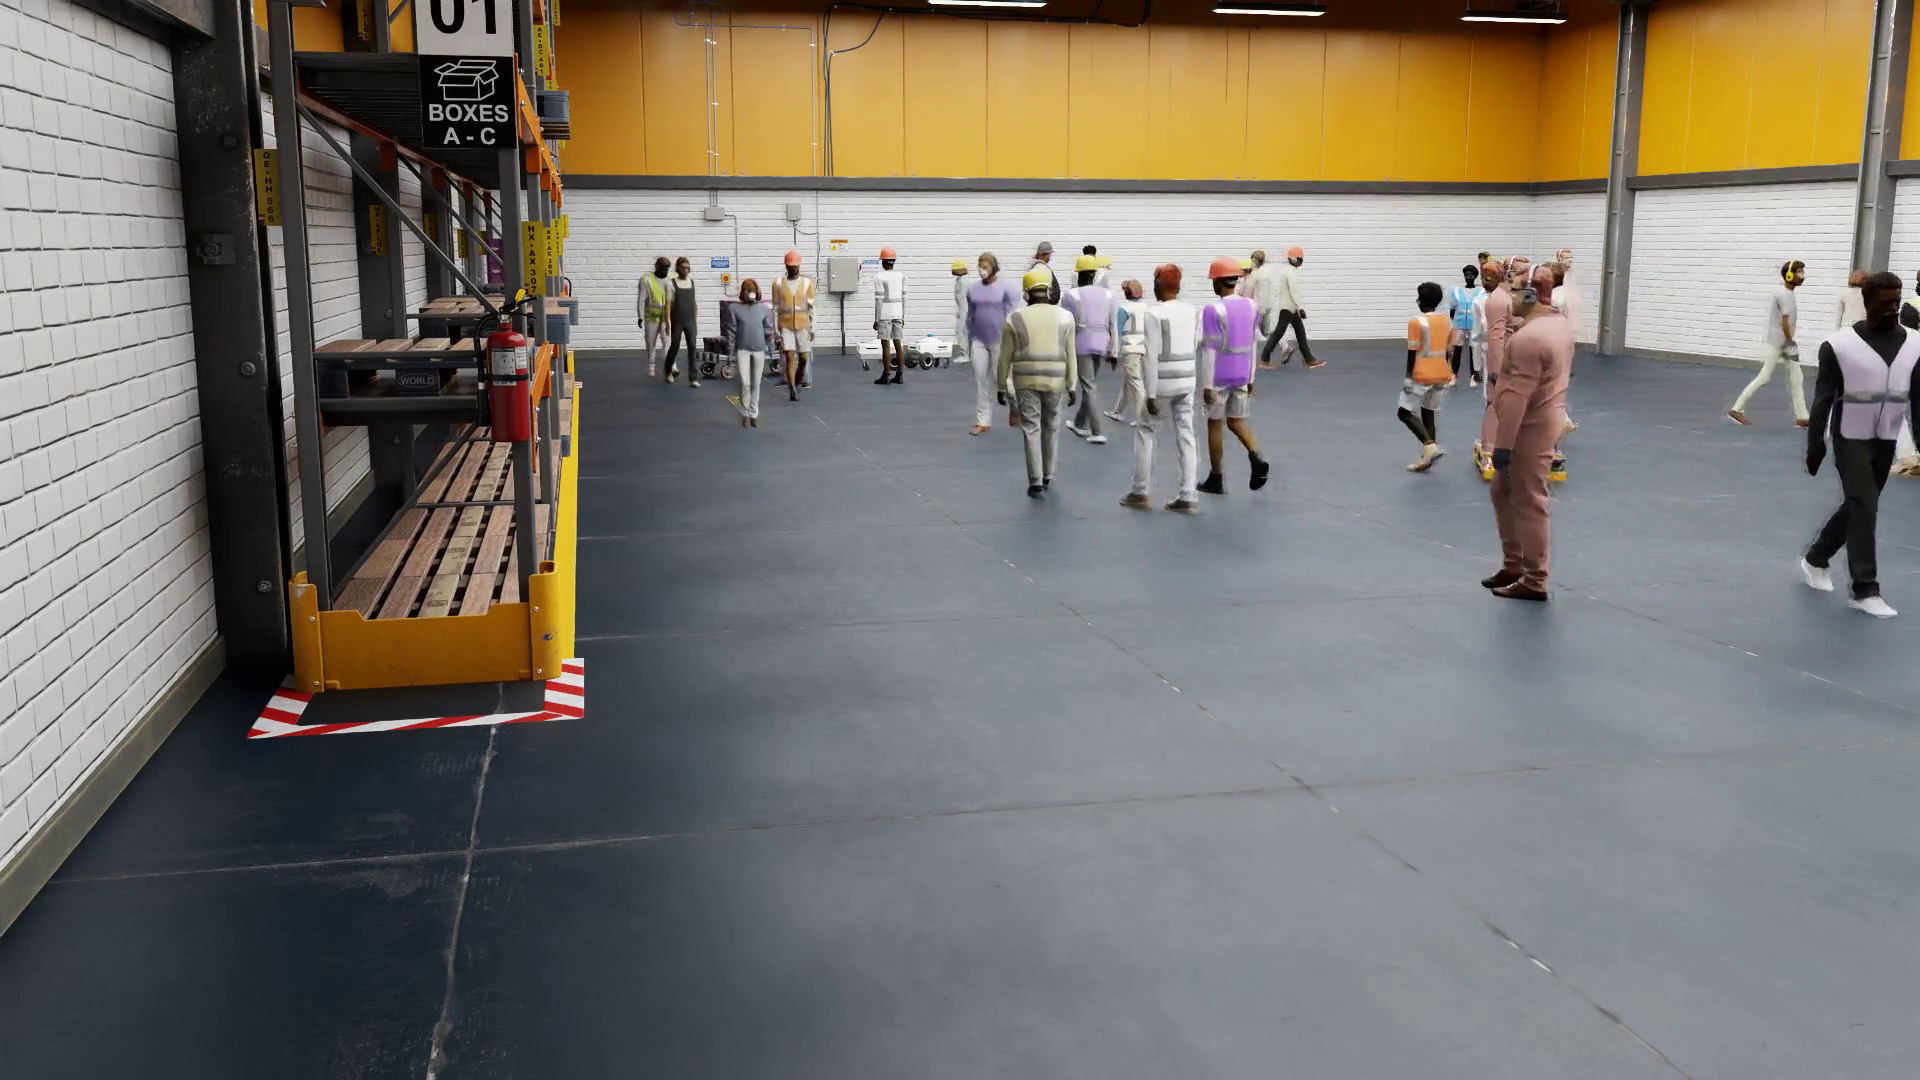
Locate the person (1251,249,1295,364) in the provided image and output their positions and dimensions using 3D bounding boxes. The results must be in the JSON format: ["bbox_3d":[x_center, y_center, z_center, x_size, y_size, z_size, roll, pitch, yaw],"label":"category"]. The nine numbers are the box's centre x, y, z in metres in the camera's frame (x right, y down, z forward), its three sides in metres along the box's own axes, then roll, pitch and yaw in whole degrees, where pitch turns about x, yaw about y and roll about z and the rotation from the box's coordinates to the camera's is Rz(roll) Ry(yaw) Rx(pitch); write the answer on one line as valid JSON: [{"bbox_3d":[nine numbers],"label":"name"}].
[{"bbox_3d":[4.989,-3.771,27.027,0.870,1.896,0.653,4,11,20],"label":"person"}]

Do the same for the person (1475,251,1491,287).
[{"bbox_3d":[9.686,-4.360,30.454,0.585,1.826,0.429,4,11,23],"label":"person"}]

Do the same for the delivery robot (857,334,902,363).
[{"bbox_3d":[-1.264,-2.994,26.156,0.707,0.478,0.477,0,10,-1],"label":"delivery robot"}]

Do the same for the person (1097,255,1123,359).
[{"bbox_3d":[2.446,-3.902,28.042,0.941,1.776,0.606,-1,10,-4],"label":"person"}]

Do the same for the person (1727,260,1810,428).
[{"bbox_3d":[8.958,-2.139,18.185,0.989,1.829,0.509,9,13,40],"label":"person"}]

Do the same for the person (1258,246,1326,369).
[{"bbox_3d":[5.231,-3.650,26.242,1.073,1.939,0.610,2,10,12],"label":"person"}]

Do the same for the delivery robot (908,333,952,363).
[{"bbox_3d":[-0.468,-3.041,26.412,0.707,0.478,0.477,-8,13,-37],"label":"delivery robot"}]

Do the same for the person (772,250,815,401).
[{"bbox_3d":[-2.127,-2.742,21.260,0.549,1.919,0.638,-2,10,-11],"label":"person"}]

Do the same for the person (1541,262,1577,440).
[{"bbox_3d":[5.796,-1.816,16.362,0.441,1.823,0.645,7,13,35],"label":"person"}]

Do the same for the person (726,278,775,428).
[{"bbox_3d":[-2.250,-2.024,18.064,0.523,1.613,0.557,-4,11,-22],"label":"person"}]

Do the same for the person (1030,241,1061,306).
[{"bbox_3d":[1.439,-4.081,28.319,0.558,2.000,0.697,-1,10,-6],"label":"person"}]

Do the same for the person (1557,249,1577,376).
[{"bbox_3d":[8.965,-3.378,24.797,0.651,1.907,0.409,-8,13,-38],"label":"person"}]

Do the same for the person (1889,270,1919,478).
[{"bbox_3d":[8.197,-1.422,14.182,0.651,1.823,0.464,-3,11,-16],"label":"person"}]

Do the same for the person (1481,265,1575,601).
[{"bbox_3d":[3.141,-0.603,9.443,0.584,1.890,0.672,6,12,32],"label":"person"}]

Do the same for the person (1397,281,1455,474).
[{"bbox_3d":[4.065,-1.403,14.461,0.548,1.678,0.392,-7,12,-34],"label":"person"}]

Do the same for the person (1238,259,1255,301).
[{"bbox_3d":[4.379,-3.455,25.669,0.447,1.752,0.525,0,10,2],"label":"person"}]

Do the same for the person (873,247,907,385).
[{"bbox_3d":[-1.005,-3.163,23.519,0.545,1.938,0.356,-9,14,-40],"label":"person"}]

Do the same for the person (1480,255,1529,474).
[{"bbox_3d":[4.780,-1.510,14.447,0.401,1.906,0.650,7,13,35],"label":"person"}]

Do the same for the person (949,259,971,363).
[{"bbox_3d":[0.025,-3.818,27.769,0.436,1.723,0.490,-2,10,-11],"label":"person"}]

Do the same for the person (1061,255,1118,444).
[{"bbox_3d":[1.266,-1.937,16.886,0.597,1.877,0.967,-5,11,-27],"label":"person"}]

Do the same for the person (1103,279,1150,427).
[{"bbox_3d":[1.808,-2.050,18.281,0.801,1.606,0.518,9,13,40],"label":"person"}]

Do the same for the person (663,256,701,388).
[{"bbox_3d":[-3.901,-3.038,23.177,0.516,1.822,0.841,-7,12,-32],"label":"person"}]

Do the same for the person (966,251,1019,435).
[{"bbox_3d":[0.364,-2.073,17.520,0.635,1.923,0.716,6,12,31],"label":"person"}]

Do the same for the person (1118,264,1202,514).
[{"bbox_3d":[1.527,-1.142,12.556,0.589,1.850,0.809,-7,12,-33],"label":"person"}]

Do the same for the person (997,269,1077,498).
[{"bbox_3d":[0.594,-1.262,13.347,0.622,1.799,0.752,-2,10,-10],"label":"person"}]

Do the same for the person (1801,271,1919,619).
[{"bbox_3d":[5.031,-0.564,9.314,0.595,1.878,0.954,-2,10,-9],"label":"person"}]

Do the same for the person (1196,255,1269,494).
[{"bbox_3d":[2.166,-1.300,13.240,0.566,1.922,0.601,-6,12,-30],"label":"person"}]

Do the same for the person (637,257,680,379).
[{"bbox_3d":[-4.416,-3.245,24.417,0.658,1.778,1.018,-4,11,-21],"label":"person"}]

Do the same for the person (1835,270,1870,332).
[{"bbox_3d":[12.421,-2.931,23.105,0.307,1.623,0.534,-7,13,-35],"label":"person"}]

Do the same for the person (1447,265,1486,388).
[{"bbox_3d":[7.014,-2.945,22.974,0.534,1.697,0.322,5,11,24],"label":"person"}]

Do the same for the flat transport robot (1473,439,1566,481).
[{"bbox_3d":[4.882,-0.713,14.563,0.652,0.197,1.431,2,11,13],"label":"flat transport robot"}]

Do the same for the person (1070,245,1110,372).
[{"bbox_3d":[2.004,-3.577,25.731,0.612,1.963,0.363,2,10,9],"label":"person"}]

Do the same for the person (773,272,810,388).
[{"bbox_3d":[-2.349,-2.898,22.944,0.631,1.607,0.518,4,11,21],"label":"person"}]

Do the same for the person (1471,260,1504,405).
[{"bbox_3d":[5.002,-1.626,15.219,0.699,1.858,0.617,-10,14,-43],"label":"person"}]
